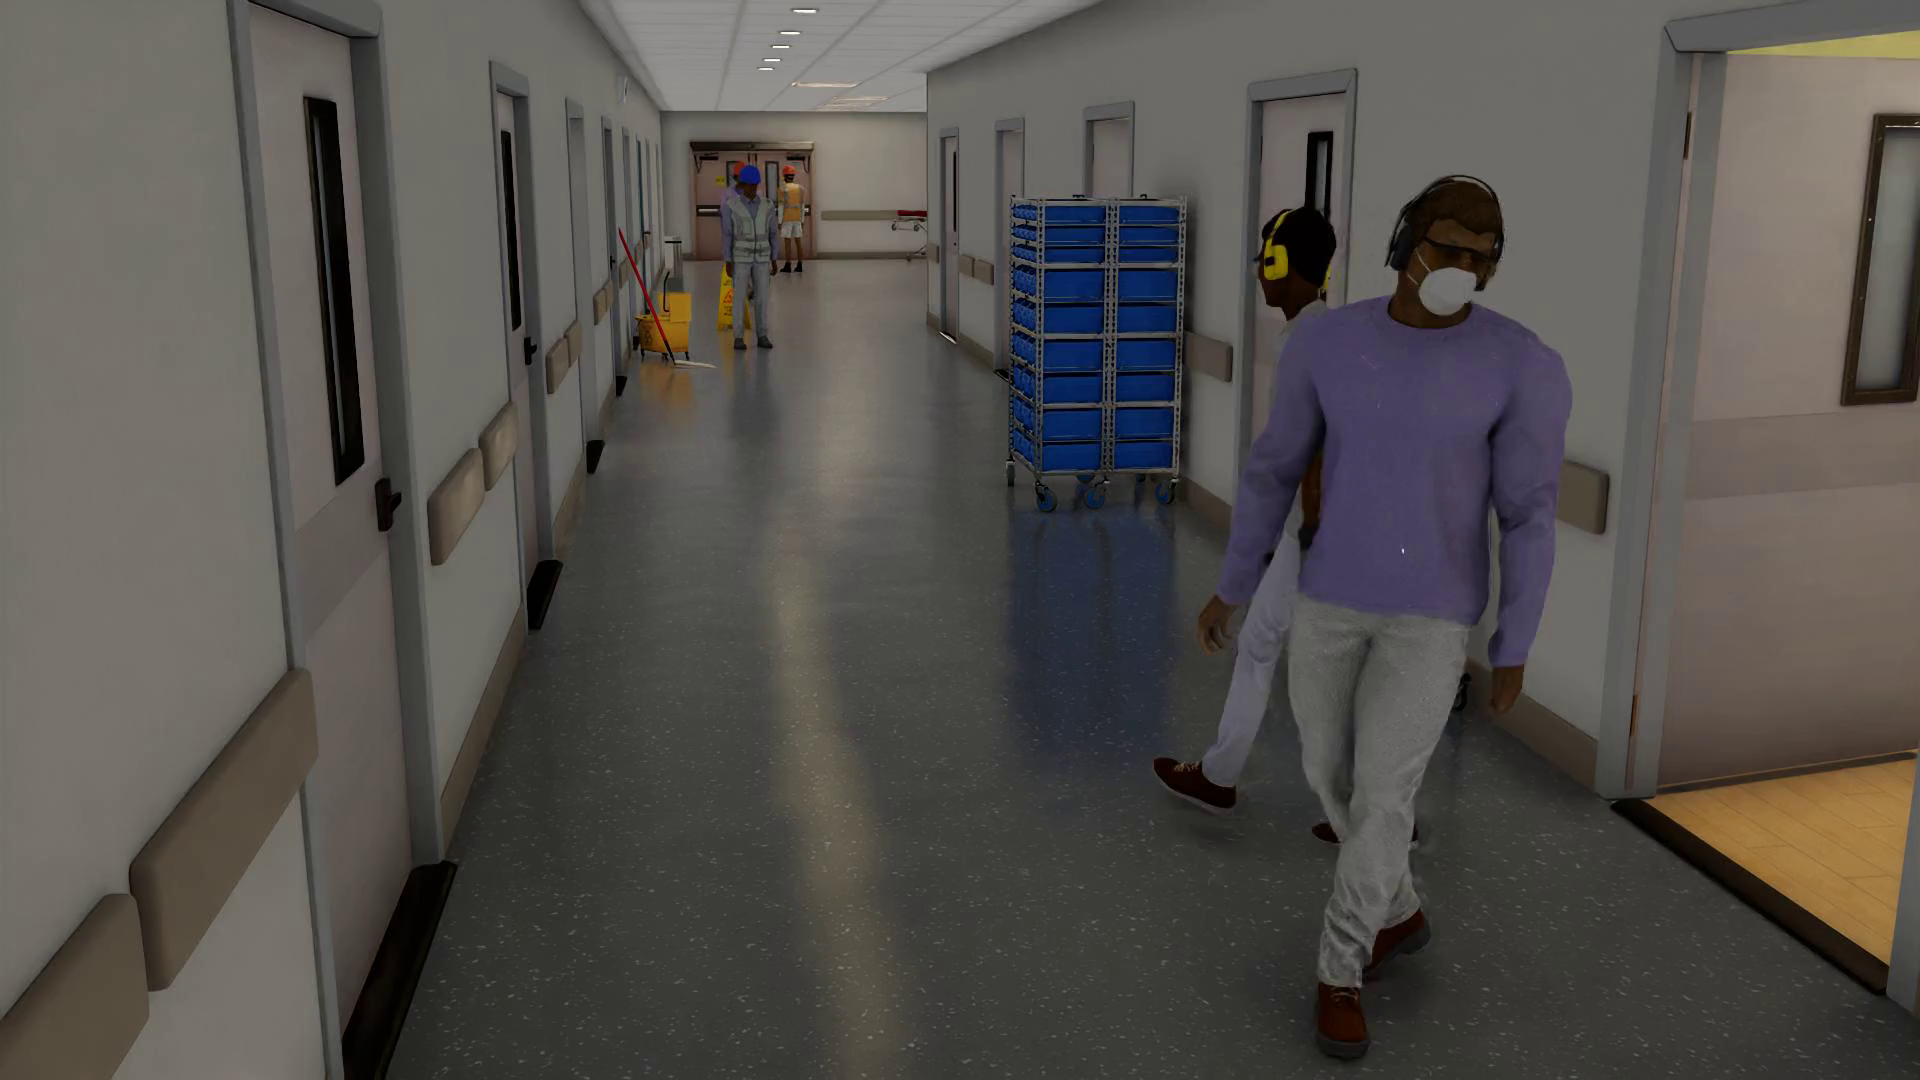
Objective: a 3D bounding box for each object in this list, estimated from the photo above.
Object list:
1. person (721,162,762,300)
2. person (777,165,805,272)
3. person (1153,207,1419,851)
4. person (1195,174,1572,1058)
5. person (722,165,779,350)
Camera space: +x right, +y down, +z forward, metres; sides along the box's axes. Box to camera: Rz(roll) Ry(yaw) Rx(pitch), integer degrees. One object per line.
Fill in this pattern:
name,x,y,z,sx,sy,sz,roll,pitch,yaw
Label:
person,-3.138,-4.509,24.318,0.615,1.972,1.084,-7,15,-30
person,-3.106,-5.883,30.501,0.545,1.940,0.352,-8,15,-33
person,0.953,-0.031,4.790,0.915,1.805,0.576,9,15,34
person,0.941,0.160,3.721,0.737,1.913,0.615,9,16,35
person,-2.220,-2.991,17.670,0.614,1.939,0.420,-6,14,-26
